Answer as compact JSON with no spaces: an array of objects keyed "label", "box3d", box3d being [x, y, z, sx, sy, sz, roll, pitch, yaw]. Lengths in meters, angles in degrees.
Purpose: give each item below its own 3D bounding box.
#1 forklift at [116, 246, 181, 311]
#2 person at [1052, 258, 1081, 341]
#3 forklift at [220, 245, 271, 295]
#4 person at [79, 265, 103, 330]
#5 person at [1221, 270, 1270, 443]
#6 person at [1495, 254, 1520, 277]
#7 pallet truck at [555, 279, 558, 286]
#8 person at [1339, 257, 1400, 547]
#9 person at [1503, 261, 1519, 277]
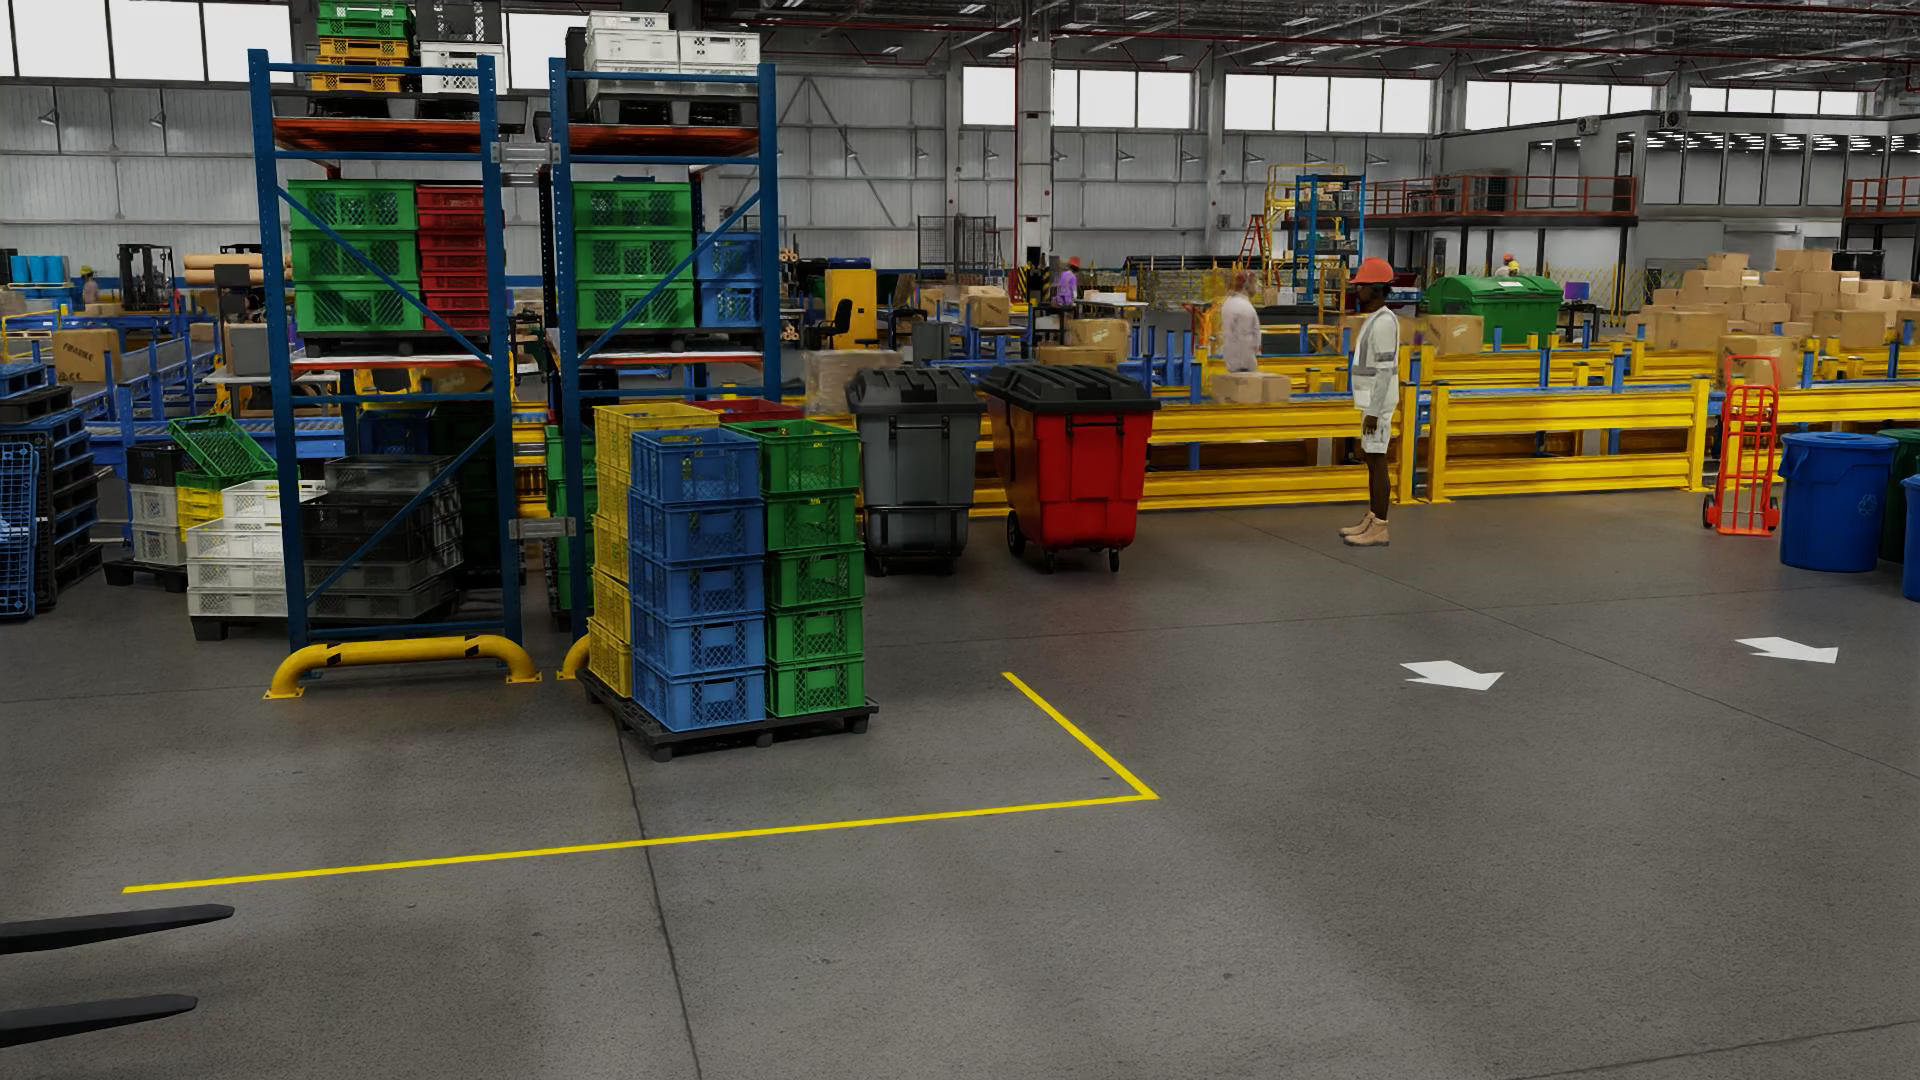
[{"label":"forklift","box3d":[-19.966,-6.232,40.894,1.157,1.987,2.680,-3,10,-15]},{"label":"person","box3d":[2.390,-5.161,36.006,0.934,1.875,0.585,-4,11,-21]},{"label":"forklift","box3d":[-17.749,-6.334,41.440,1.157,1.987,2.680,-3,10,-17]},{"label":"person","box3d":[-17.305,-4.572,33.019,0.555,1.745,0.554,10,14,44]},{"label":"person","box3d":[2.941,-1.936,17.737,0.712,1.884,0.653,-2,10,-13]},{"label":"person","box3d":[13.380,-6.027,40.738,0.630,1.951,1.009,0,10,1]},{"label":"pallet truck","box3d":[-10.604,-6.375,44.520,0.653,1.274,1.630,-3,10,-15]},{"label":"person","box3d":[2.918,-0.970,11.815,0.379,2.045,0.605,2,10,10]},{"label":"person","box3d":[11.700,-5.000,35.271,0.595,1.824,0.404,6,12,30]}]
